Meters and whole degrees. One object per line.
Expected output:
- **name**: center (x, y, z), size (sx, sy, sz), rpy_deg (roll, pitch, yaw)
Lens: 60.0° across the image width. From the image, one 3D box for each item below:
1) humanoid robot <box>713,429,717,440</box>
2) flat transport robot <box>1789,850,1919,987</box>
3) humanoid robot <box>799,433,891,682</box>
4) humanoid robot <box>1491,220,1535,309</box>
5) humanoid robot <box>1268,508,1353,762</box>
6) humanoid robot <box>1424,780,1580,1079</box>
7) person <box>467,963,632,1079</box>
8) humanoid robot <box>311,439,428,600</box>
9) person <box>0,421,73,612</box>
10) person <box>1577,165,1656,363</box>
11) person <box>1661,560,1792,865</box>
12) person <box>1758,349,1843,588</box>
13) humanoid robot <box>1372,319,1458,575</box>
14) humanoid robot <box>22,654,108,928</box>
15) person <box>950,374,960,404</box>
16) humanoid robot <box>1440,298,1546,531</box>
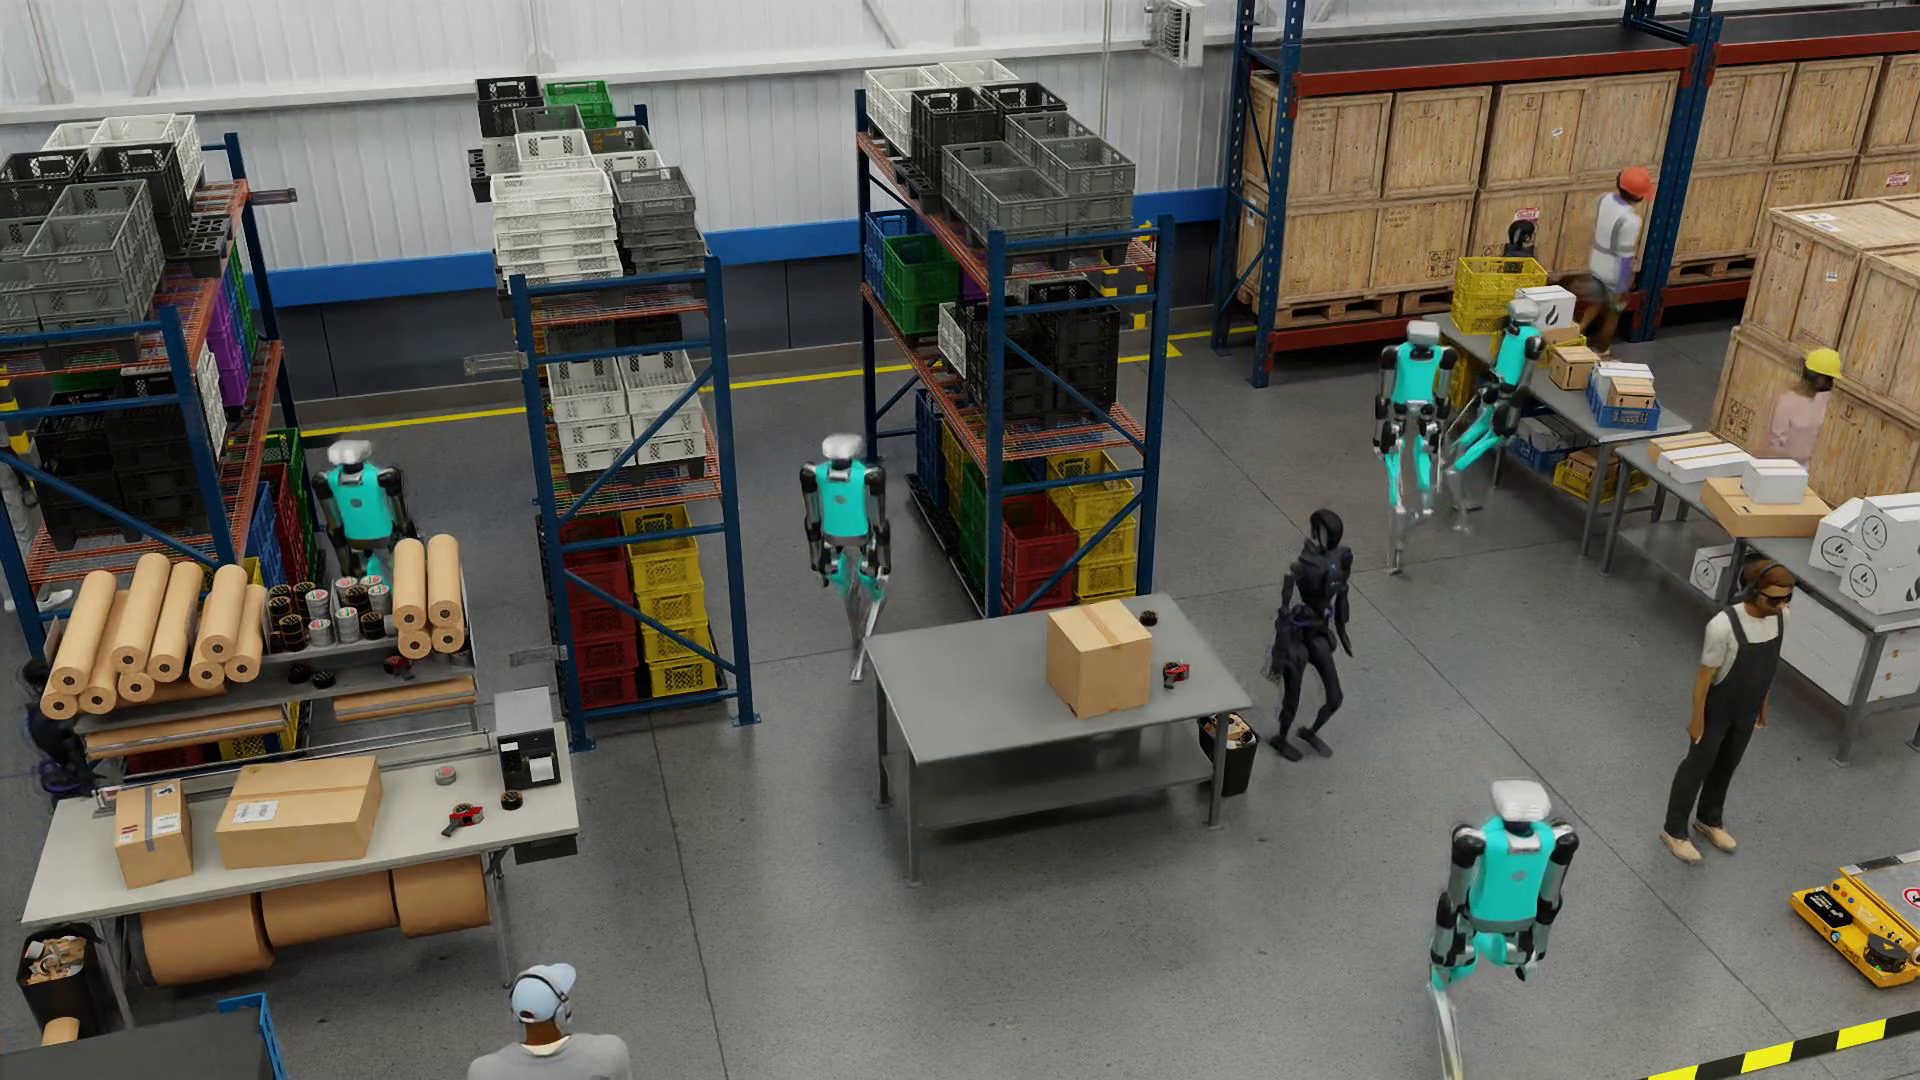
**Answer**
- **humanoid robot**: center (-2.328, -1.409, 13.246), size (0.945, 1.805, 0.561), rpy_deg (-11, 31, -19)
- **flat transport robot**: center (5.163, 1.916, 8.676), size (1.431, 0.231, 0.659), rpy_deg (-8, 30, -14)
- **humanoid robot**: center (-0.650, 0.065, 10.604), size (0.547, 1.857, 0.837), rpy_deg (4, 29, 8)
- **humanoid robot**: center (4.748, -1.997, 14.383), size (0.800, 1.617, 0.601), rpy_deg (-5, 29, -9)
- **humanoid robot**: center (2.032, 0.571, 9.656), size (0.602, 1.643, 0.354), rpy_deg (-19, 34, -30)
- **humanoid robot**: center (2.320, 1.668, 7.616), size (0.532, 1.768, 0.961), rpy_deg (-2, 29, -3)
- **person**: center (-1.489, 2.330, 6.278), size (0.596, 1.849, 0.385), rpy_deg (-8, 30, -14)
- **humanoid robot**: center (-3.621, 0.083, 10.513), size (0.560, 1.746, 1.044), rpy_deg (0, 29, -1)
- **person**: center (-6.457, -0.364, 11.161), size (0.507, 1.872, 0.329), rpy_deg (4, 29, 6)
- **person**: center (5.784, -2.389, 14.722), size (0.625, 1.987, 0.653), rpy_deg (-8, 30, -15)
- **person**: center (4.112, 0.909, 8.882), size (0.498, 1.839, 0.350), rpy_deg (-10, 30, -18)
- **person**: center (5.726, -0.491, 11.525), size (0.613, 1.743, 0.497), rpy_deg (-11, 31, -19)
- **humanoid robot**: center (3.222, -0.569, 11.761), size (0.539, 1.876, 0.805), rpy_deg (0, 29, 0)
- **humanoid robot**: center (-4.475, 1.290, 8.409), size (0.788, 1.631, 0.610), rpy_deg (-21, 35, -33)
- **person**: center (0.045, -1.713, 13.571), size (0.376, 1.912, 0.591), rpy_deg (0, 29, 1)
- **humanoid robot**: center (3.827, -0.918, 12.290), size (0.713, 1.769, 0.538), rpy_deg (-3, 29, -5)
